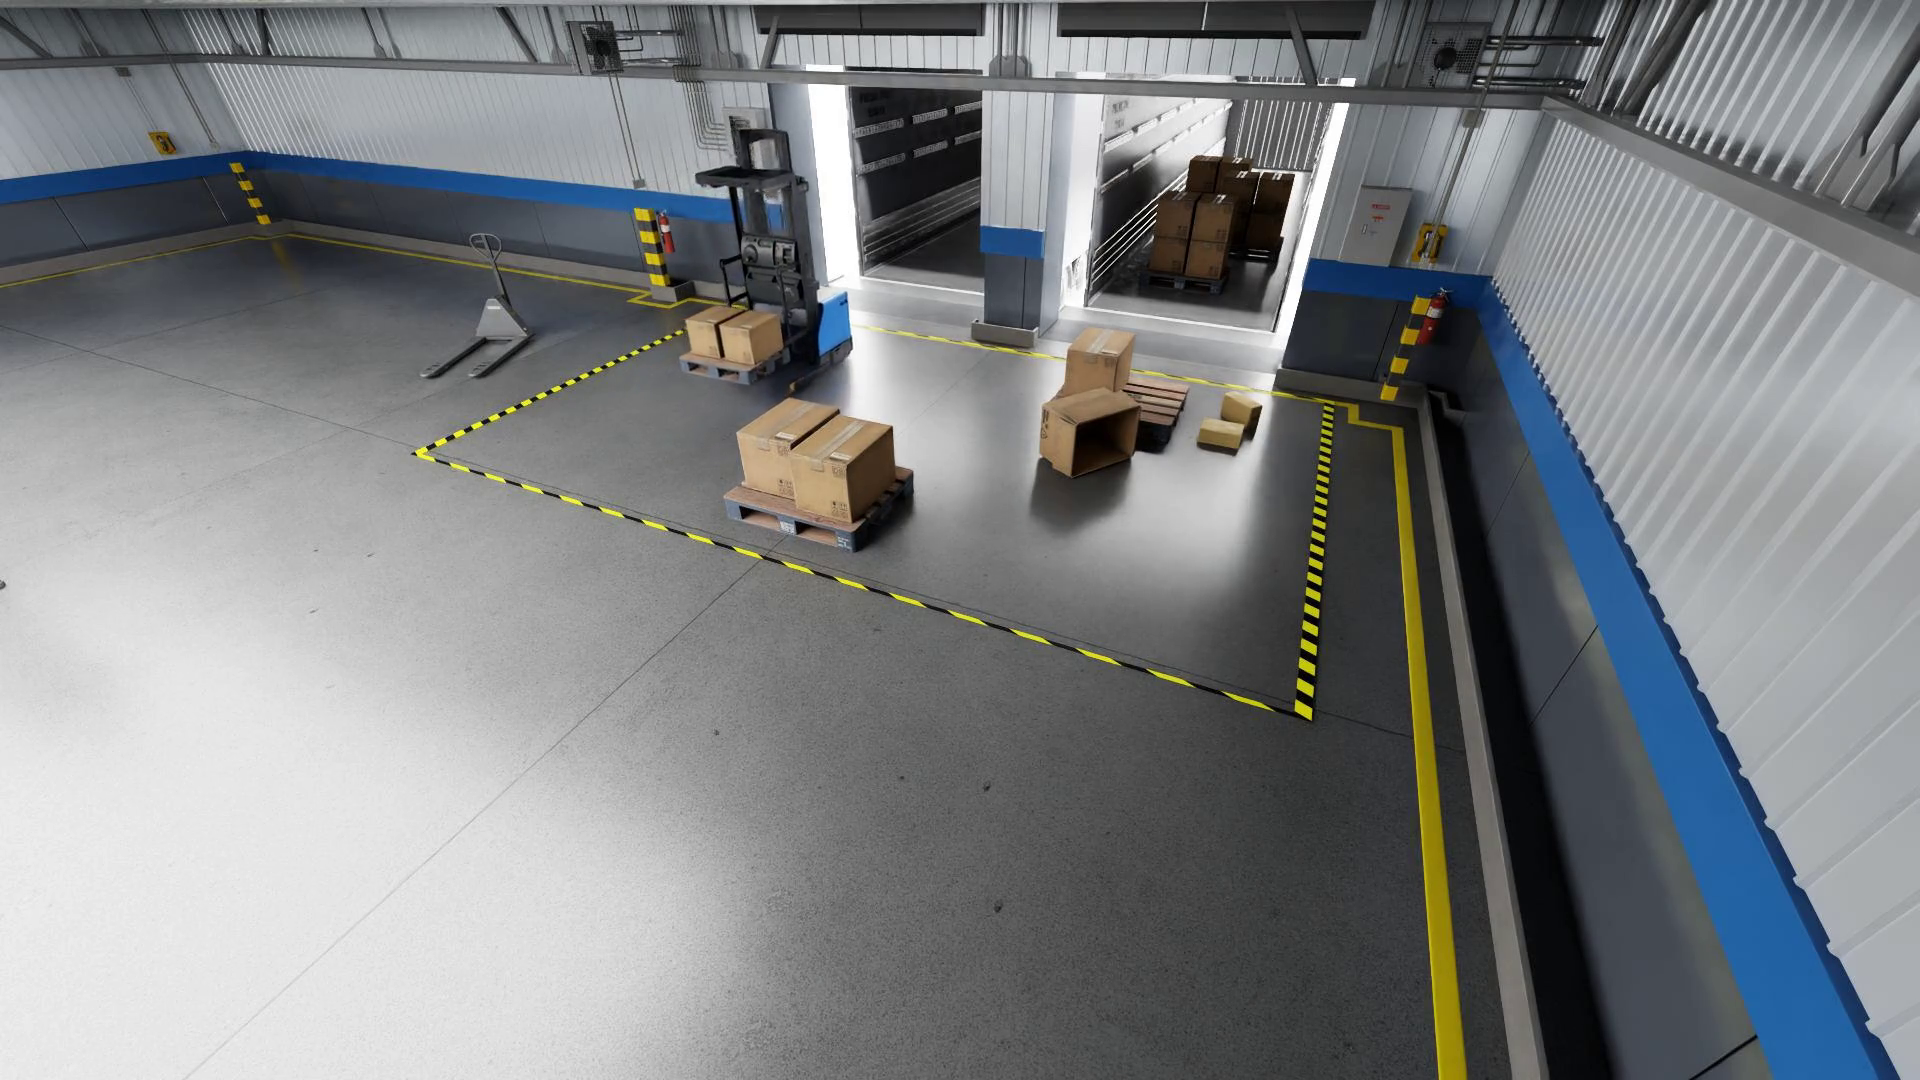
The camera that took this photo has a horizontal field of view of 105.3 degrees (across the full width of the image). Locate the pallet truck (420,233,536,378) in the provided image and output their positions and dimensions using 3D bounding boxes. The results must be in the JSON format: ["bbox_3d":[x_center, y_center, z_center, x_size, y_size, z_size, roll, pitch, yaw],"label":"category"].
[{"bbox_3d":[-5.664,-2.712,8.427,0.680,1.201,1.601,0,35,-1],"label":"pallet truck"}]

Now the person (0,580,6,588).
[{"bbox_3d":[-6.972,-0.383,4.547,0.387,1.946,0.613,14,38,19],"label":"person"}]

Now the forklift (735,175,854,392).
[{"bbox_3d":[-1.768,-2.922,8.032,0.716,2.013,0.776,14,38,19],"label":"forklift"}]
